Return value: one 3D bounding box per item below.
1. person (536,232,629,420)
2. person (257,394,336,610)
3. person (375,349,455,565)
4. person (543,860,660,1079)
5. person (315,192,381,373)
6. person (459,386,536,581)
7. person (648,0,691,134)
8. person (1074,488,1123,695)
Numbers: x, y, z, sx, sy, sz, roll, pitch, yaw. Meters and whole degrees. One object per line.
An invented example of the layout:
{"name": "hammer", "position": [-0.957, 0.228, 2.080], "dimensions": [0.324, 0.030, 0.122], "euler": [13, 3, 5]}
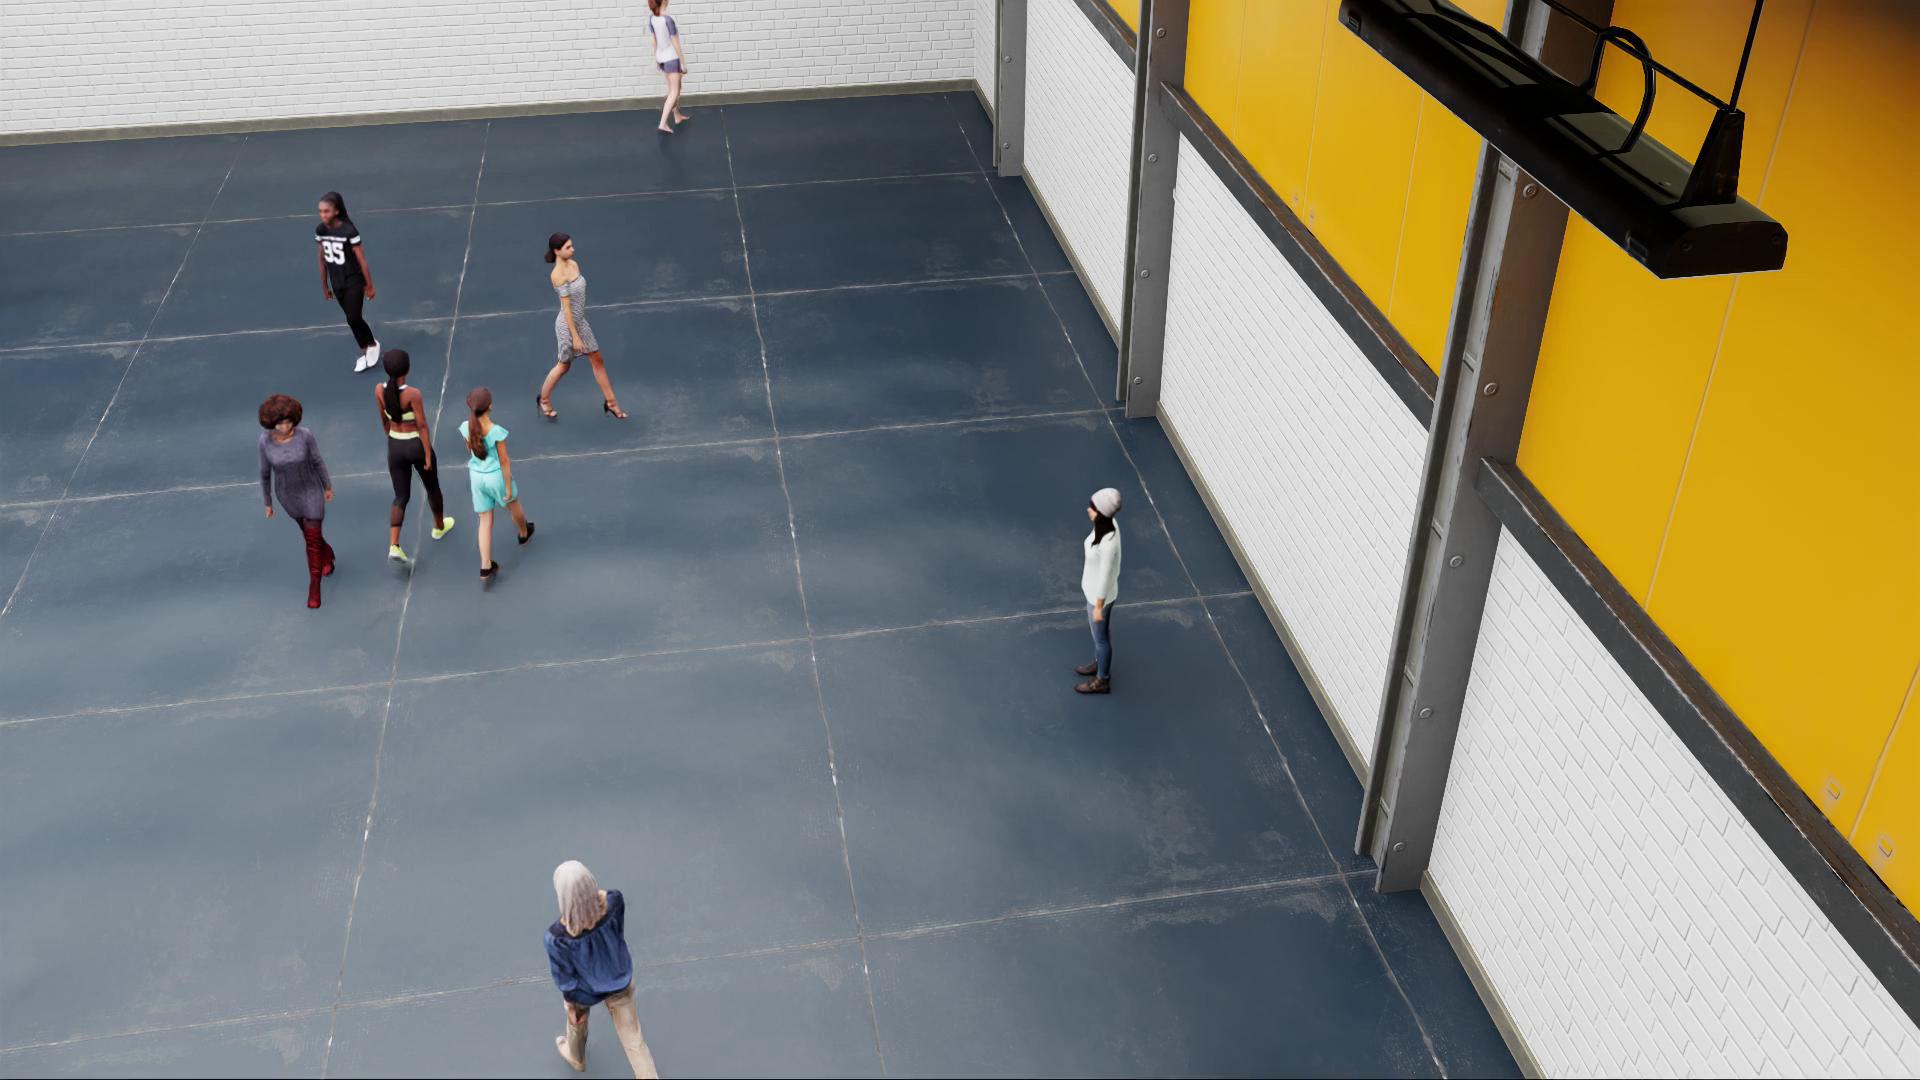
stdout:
{"name": "person", "position": [-3.481, -1.815, 14.556], "dimensions": [0.906, 1.777, 1.062], "euler": [6, 34, 9]}
{"name": "person", "position": [-4.943, -0.379, 12.487], "dimensions": [0.638, 1.675, 1.016], "euler": [-6, 34, -9]}
{"name": "person", "position": [-4.284, -0.614, 12.795], "dimensions": [0.766, 1.727, 1.108], "euler": [4, 34, 6]}
{"name": "person", "position": [-1.778, 2.318, 8.447], "dimensions": [0.979, 1.655, 1.214], "euler": [-24, 41, -32]}
{"name": "person", "position": [-5.660, -2.422, 15.517], "dimensions": [0.756, 1.723, 0.788], "euler": [10, 35, 15]}
{"name": "person", "position": [-3.614, -0.418, 12.683], "dimensions": [0.758, 1.523, 1.109], "euler": [4, 34, 6]}
{"name": "person", "position": [-3.690, -5.994, 20.864], "dimensions": [0.936, 1.753, 0.958], "euler": [25, 41, 33]}
{"name": "person", "position": [0.970, 0.337, 11.435], "dimensions": [0.663, 1.648, 0.493], "euler": [0, 34, 0]}
